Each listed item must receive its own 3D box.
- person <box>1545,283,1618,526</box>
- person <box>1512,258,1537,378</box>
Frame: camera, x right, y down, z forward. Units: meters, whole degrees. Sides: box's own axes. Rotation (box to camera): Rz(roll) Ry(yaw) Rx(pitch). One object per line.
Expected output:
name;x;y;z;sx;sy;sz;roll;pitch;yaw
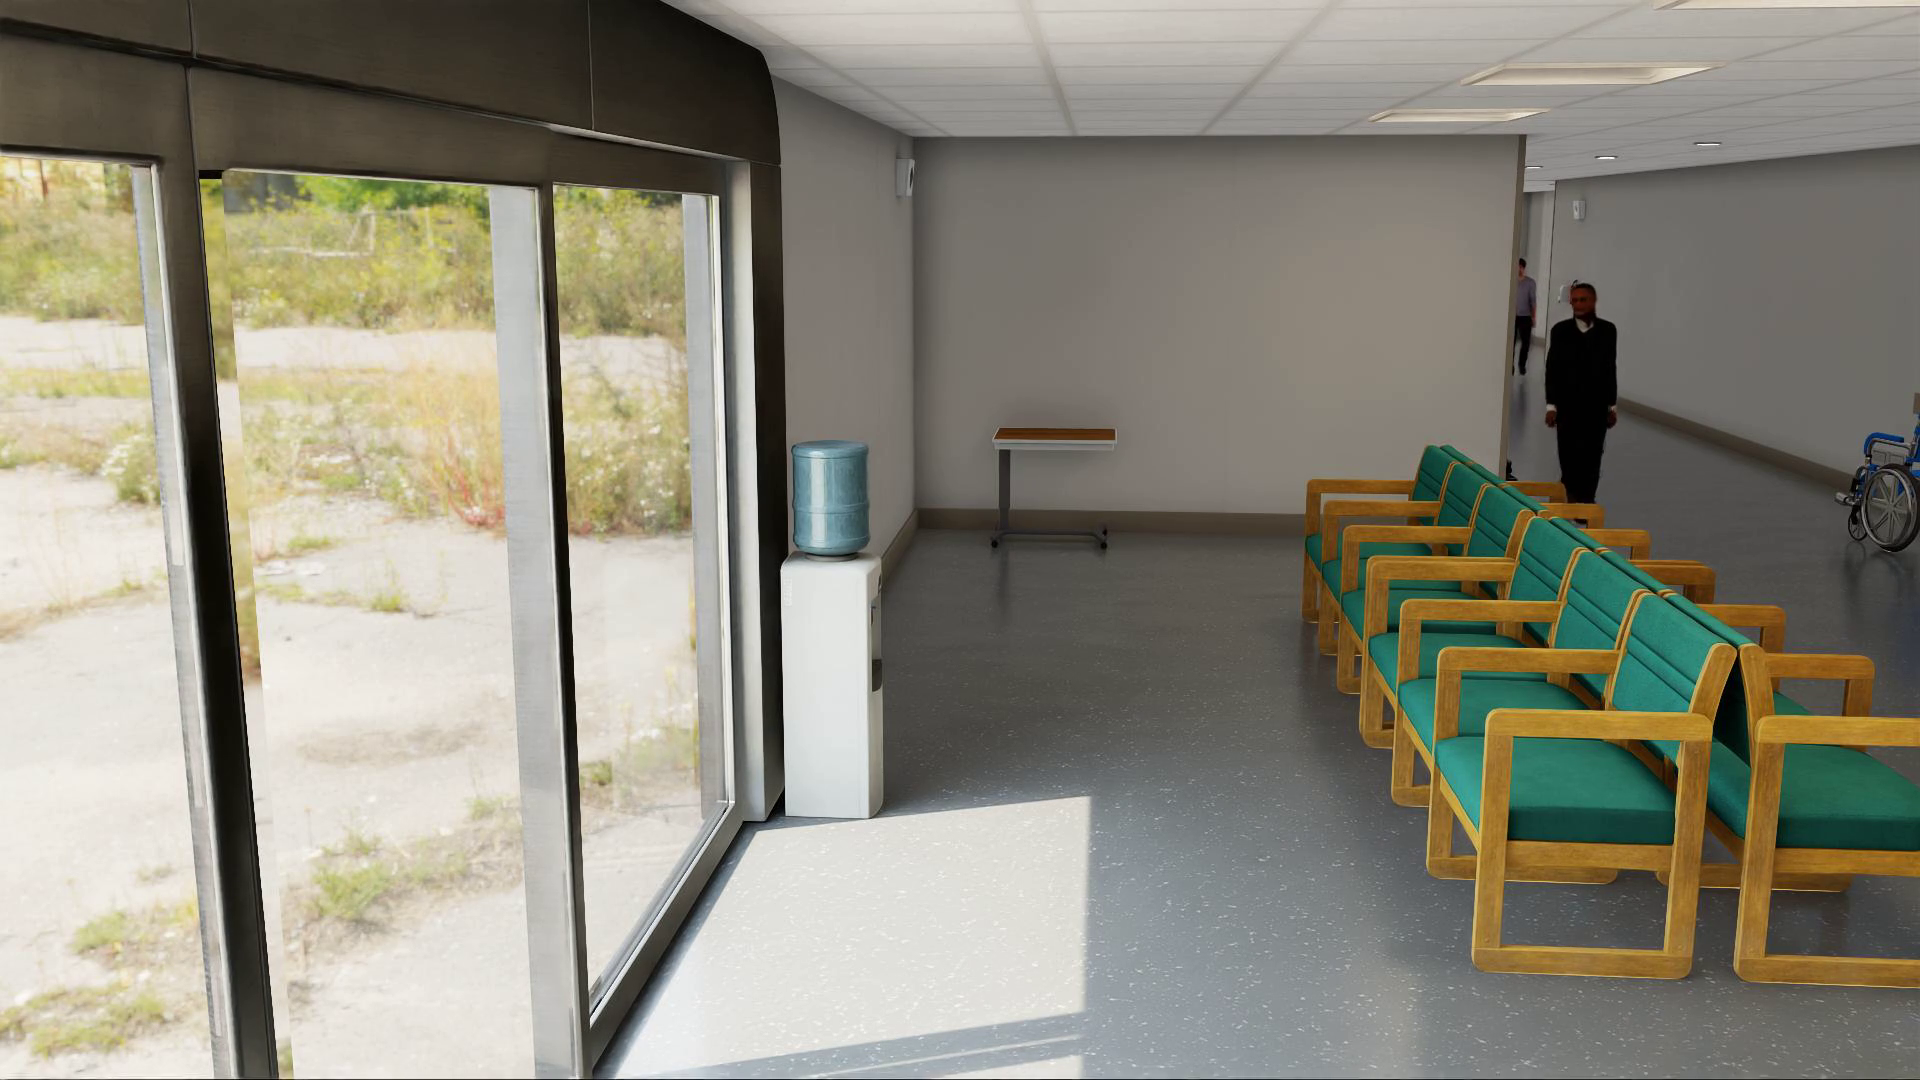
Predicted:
person;4.892;-1.055;13.149;1.289;1.853;1.002;4;11;19
person;8.630;-3.424;25.707;0.687;1.825;0.829;4;12;21
